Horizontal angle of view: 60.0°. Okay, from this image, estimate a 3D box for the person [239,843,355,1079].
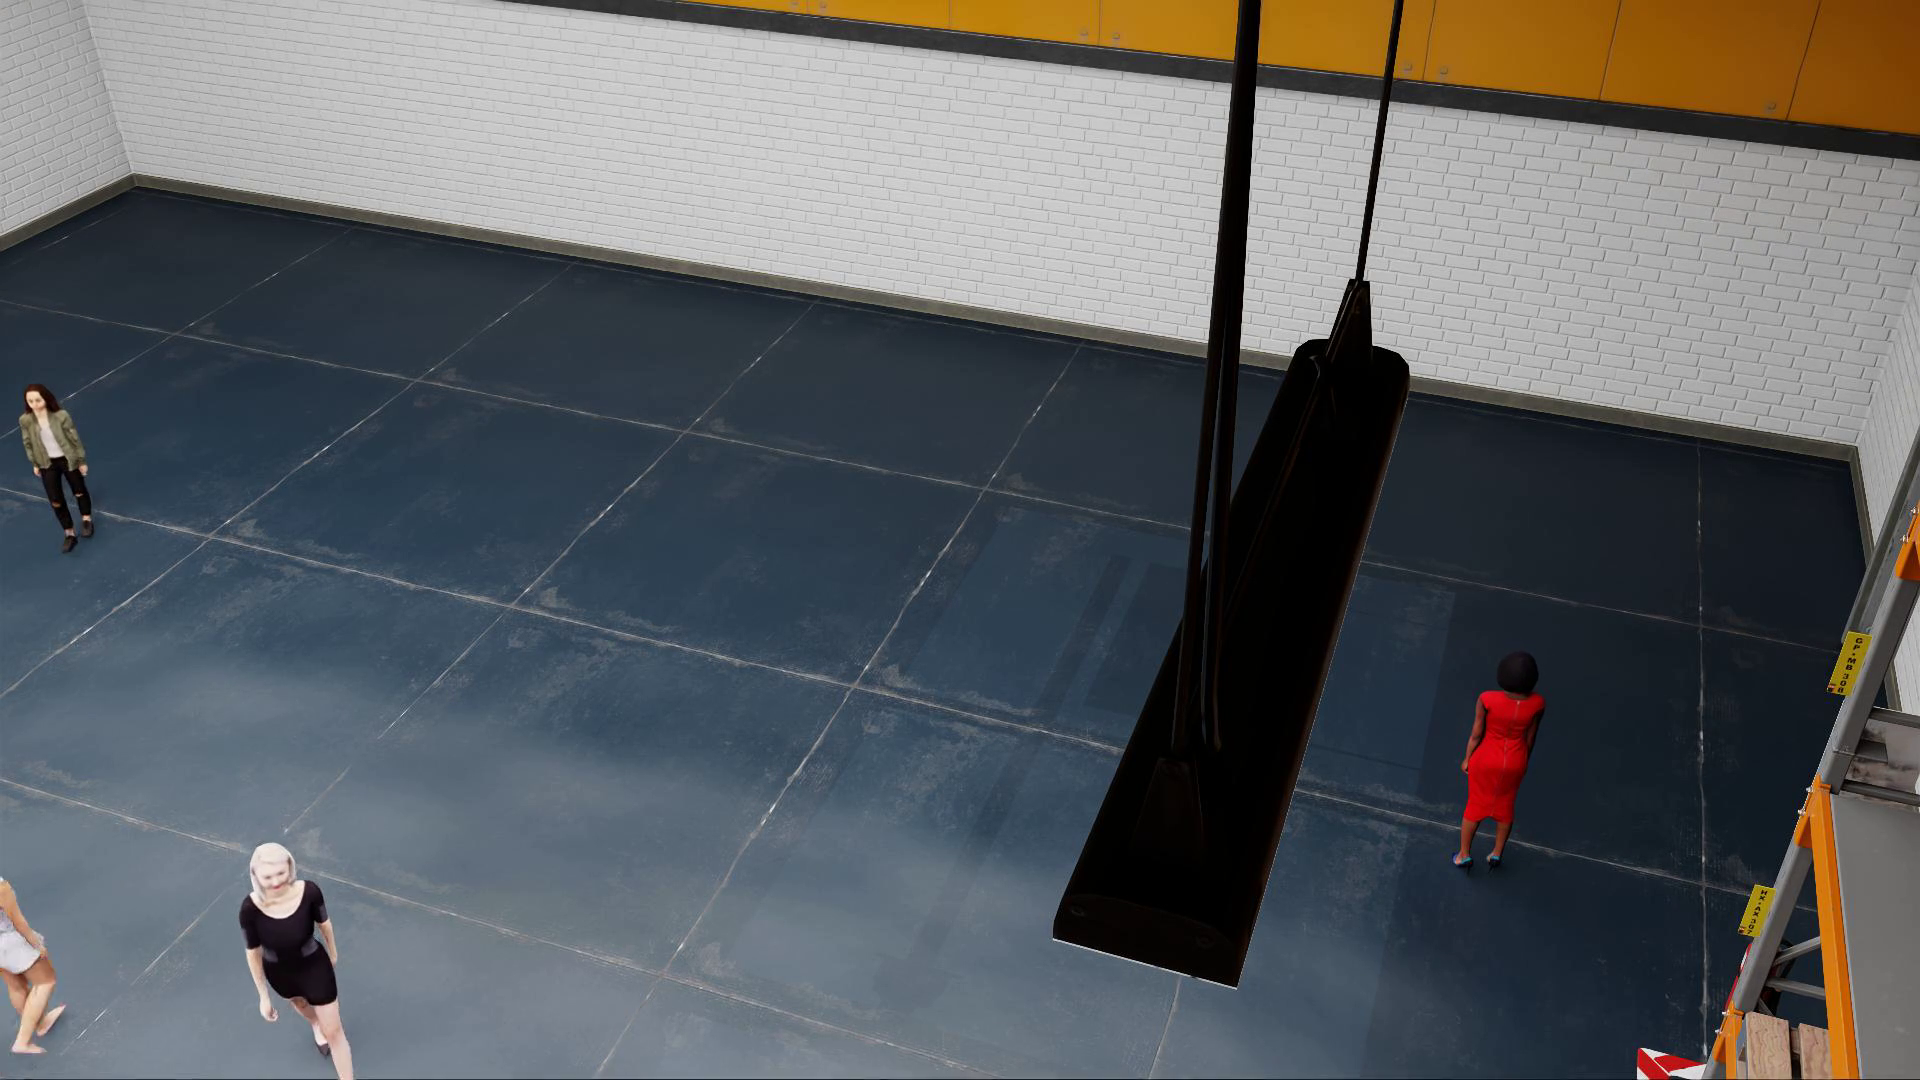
[{"bbox_3d":[-3.636,2.308,9.096,1.093,1.781,1.168,-14,36,-20],"label":"person"}]

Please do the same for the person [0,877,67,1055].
[{"bbox_3d":[-5.379,2.299,9.276,0.646,1.596,0.774,5,34,7],"label":"person"}]

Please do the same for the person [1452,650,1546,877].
[{"bbox_3d":[3.386,1.415,10.470,0.620,1.747,0.587,2,34,3],"label":"person"}]

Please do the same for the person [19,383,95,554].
[{"bbox_3d":[-7.493,-0.675,13.869,0.798,1.465,0.867,-9,35,-14],"label":"person"}]
